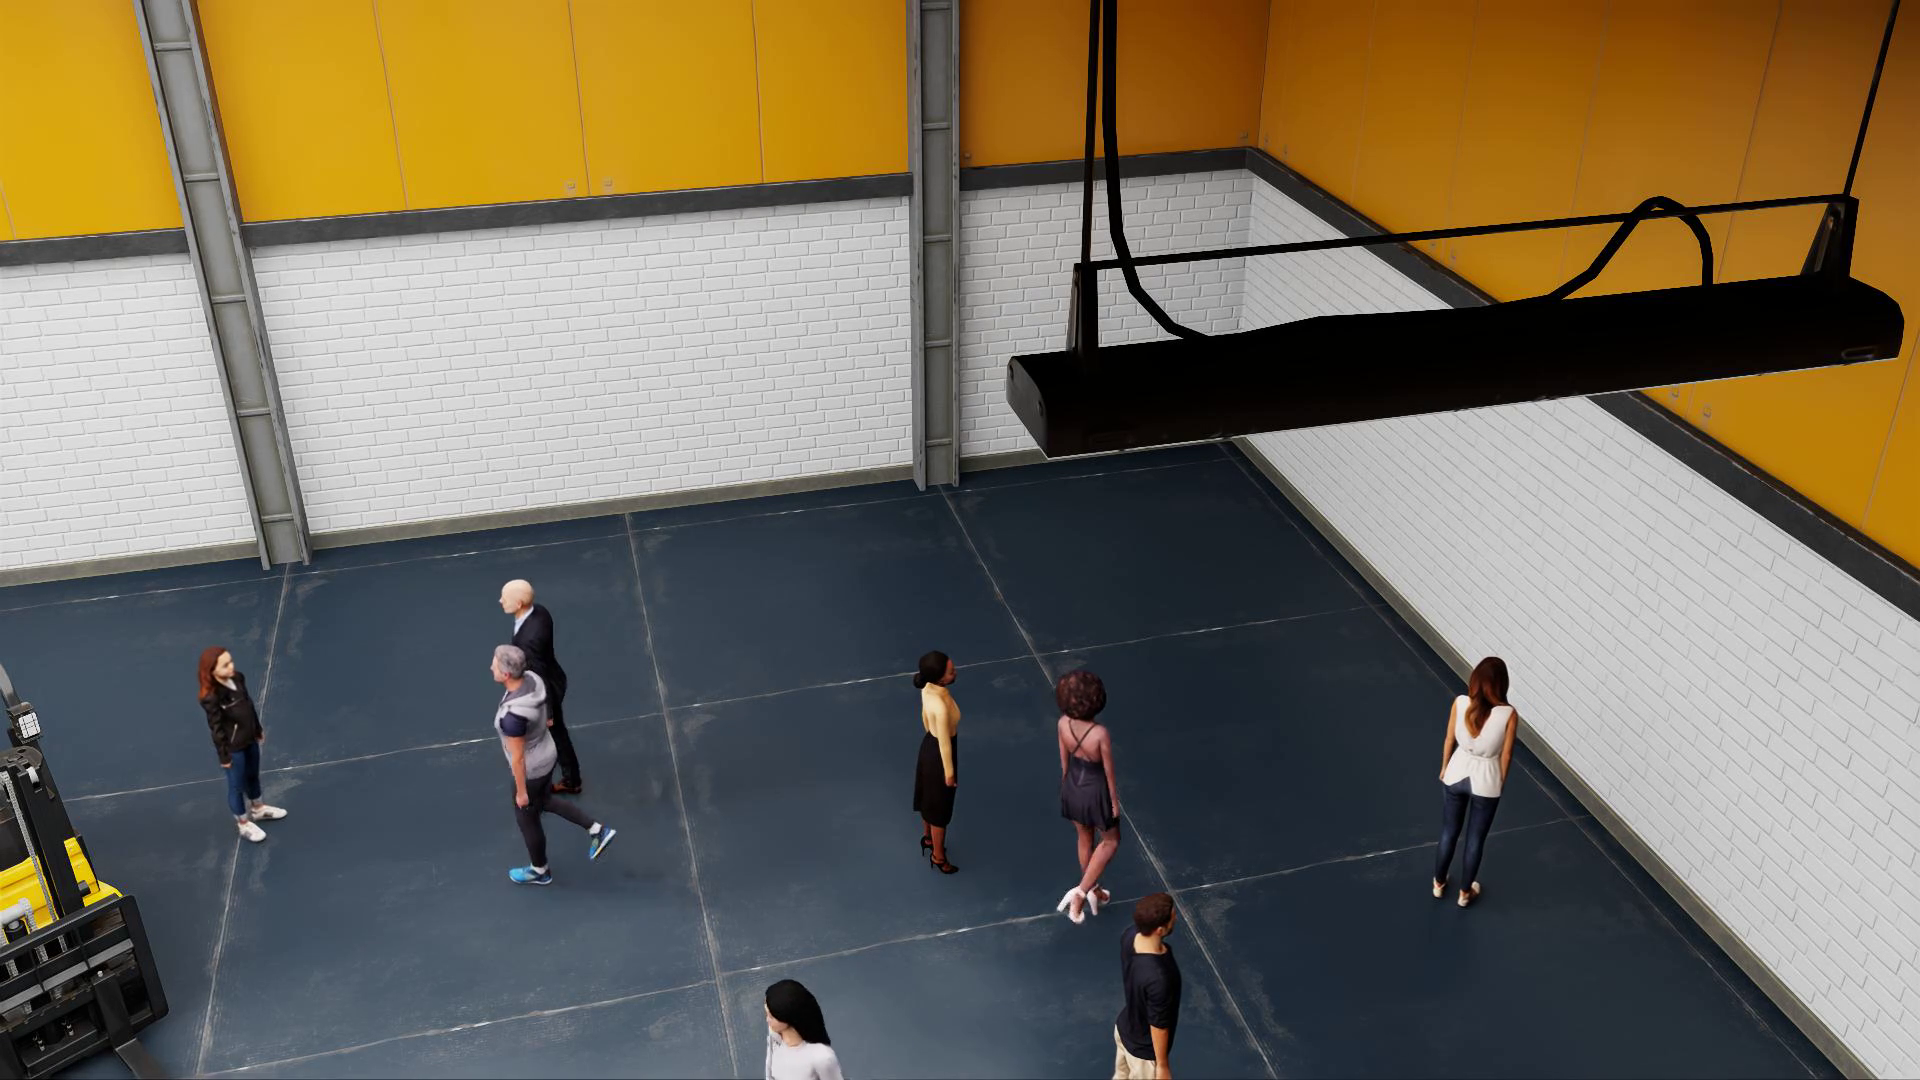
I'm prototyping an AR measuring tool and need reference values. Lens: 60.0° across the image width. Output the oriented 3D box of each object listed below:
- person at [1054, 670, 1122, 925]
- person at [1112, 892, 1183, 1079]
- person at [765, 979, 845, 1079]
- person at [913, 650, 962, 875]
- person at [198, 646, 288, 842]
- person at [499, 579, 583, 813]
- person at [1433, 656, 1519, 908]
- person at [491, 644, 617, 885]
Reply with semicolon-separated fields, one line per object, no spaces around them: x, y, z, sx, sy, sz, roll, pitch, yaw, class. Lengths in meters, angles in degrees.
0.751;1.655;10.361;0.849;1.762;0.924;24;37;37;person
0.940;2.571;8.589;0.539;1.851;0.630;-7;29;-12;person
-0.638;2.828;8.335;0.945;1.642;1.152;24;37;37;person
-0.145;1.442;10.866;0.527;1.653;0.560;-7;29;-13;person
-4.892;1.345;11.222;0.632;1.482;0.628;5;29;9;person
-2.801;1.042;11.461;0.732;1.784;0.756;-2;29;-4;person
3.250;1.543;10.549;0.661;1.778;0.714;17;33;28;person
-2.644;1.463;10.664;1.036;1.808;0.855;1;29;1;person
